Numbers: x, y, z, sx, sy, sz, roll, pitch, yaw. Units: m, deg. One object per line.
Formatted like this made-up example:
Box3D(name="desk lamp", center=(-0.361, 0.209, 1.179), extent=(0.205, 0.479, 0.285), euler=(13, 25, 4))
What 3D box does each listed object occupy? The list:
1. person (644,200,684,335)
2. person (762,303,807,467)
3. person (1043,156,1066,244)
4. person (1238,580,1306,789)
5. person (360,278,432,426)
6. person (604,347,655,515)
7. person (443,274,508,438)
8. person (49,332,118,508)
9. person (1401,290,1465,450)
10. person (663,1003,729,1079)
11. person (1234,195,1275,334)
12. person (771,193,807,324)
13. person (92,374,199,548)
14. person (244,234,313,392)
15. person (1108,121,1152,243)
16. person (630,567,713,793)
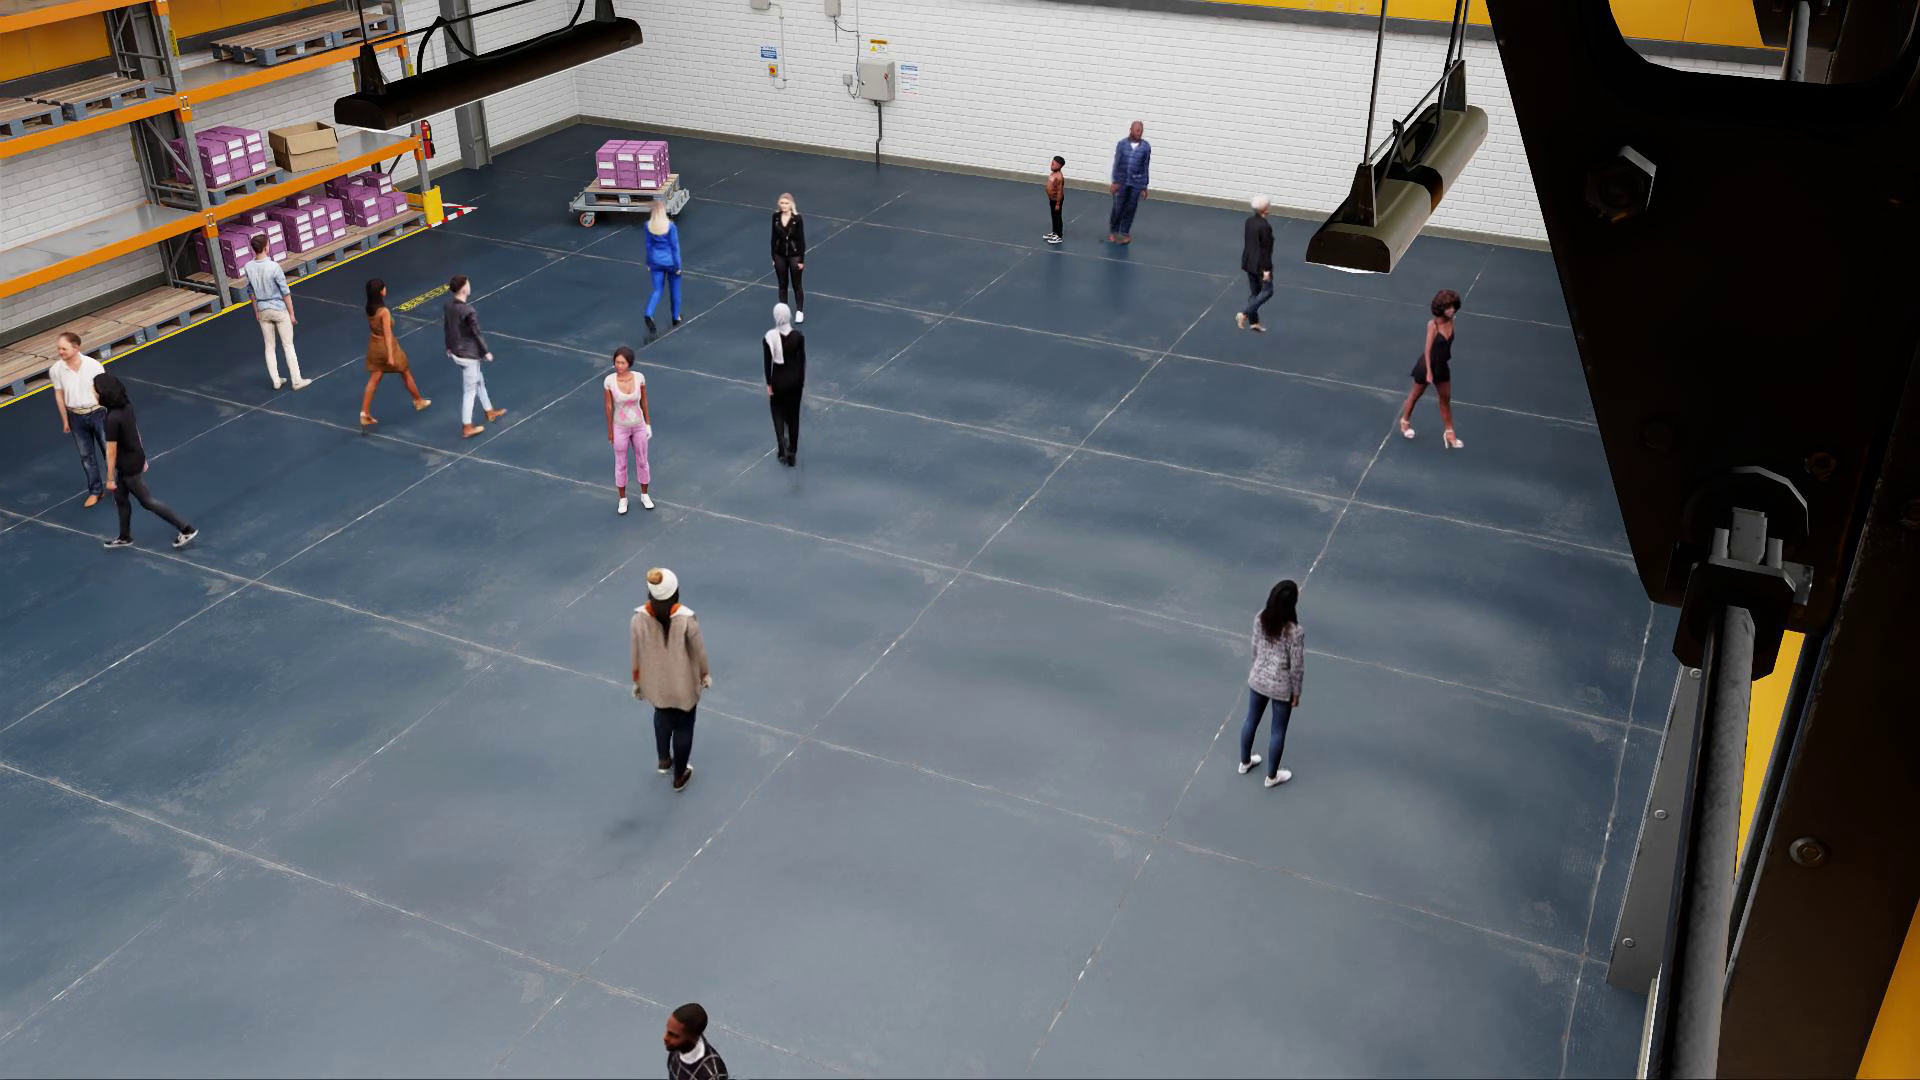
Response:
Box3D(name="person", center=(-3.734, -3.396, 20.799), extent=(0.722, 1.679, 1.055), euler=(8, 30, 15))
Box3D(name="person", center=(-1.794, -1.574, 17.370), extent=(0.723, 1.765, 0.768), euler=(-6, 29, -11))
Box3D(name="person", center=(1.397, -4.945, 24.082), extent=(0.652, 1.254, 0.585), euler=(-8, 30, -15))
Box3D(name="person", center=(2.362, 1.070, 12.558), extent=(0.667, 1.732, 0.623), euler=(24, 37, 37))
Box3D(name="person", center=(-6.408, -2.021, 18.321), extent=(0.747, 1.639, 1.165), euler=(21, 35, 33))
Box3D(name="person", center=(-3.286, -1.106, 16.536), extent=(0.651, 1.742, 0.712), euler=(-10, 30, -18))
Box3D(name="person", center=(-5.411, -1.960, 18.024), extent=(0.820, 1.817, 0.986), euler=(22, 35, 34))
Box3D(name="person", center=(-8.724, -1.245, 16.677), extent=(0.750, 1.851, 0.763), euler=(-4, 29, -7))
Box3D(name="person", center=(5.020, -1.863, 17.913), extent=(1.036, 1.753, 0.991), euler=(-17, 33, -28))
Box3D(name="person", center=(-1.264, 3.117, 8.747), extent=(1.284, 1.788, 1.069), euler=(-19, 34, -31))
Box3D(name="person", center=(3.558, -3.280, 20.019), extent=(0.925, 1.776, 0.945), euler=(-13, 31, -22))
Box3D(name="person", center=(-2.175, -3.594, 21.157), extent=(0.652, 1.685, 0.621), euler=(5, 29, 9))
Box3D(name="person", center=(-7.773, -0.708, 15.747), extent=(1.120, 1.799, 1.164), euler=(-5, 29, -9))
Box3D(name="person", center=(-7.948, -2.637, 19.234), extent=(0.706, 1.846, 0.631), euler=(5, 29, 8))
Box3D(name="person", center=(2.392, -5.144, 23.889), extent=(0.779, 1.790, 0.736), euler=(9, 30, 15))
Box3D(name="person", center=(-2.207, 1.069, 12.407), extent=(0.766, 1.878, 0.740), euler=(6, 29, 11))
